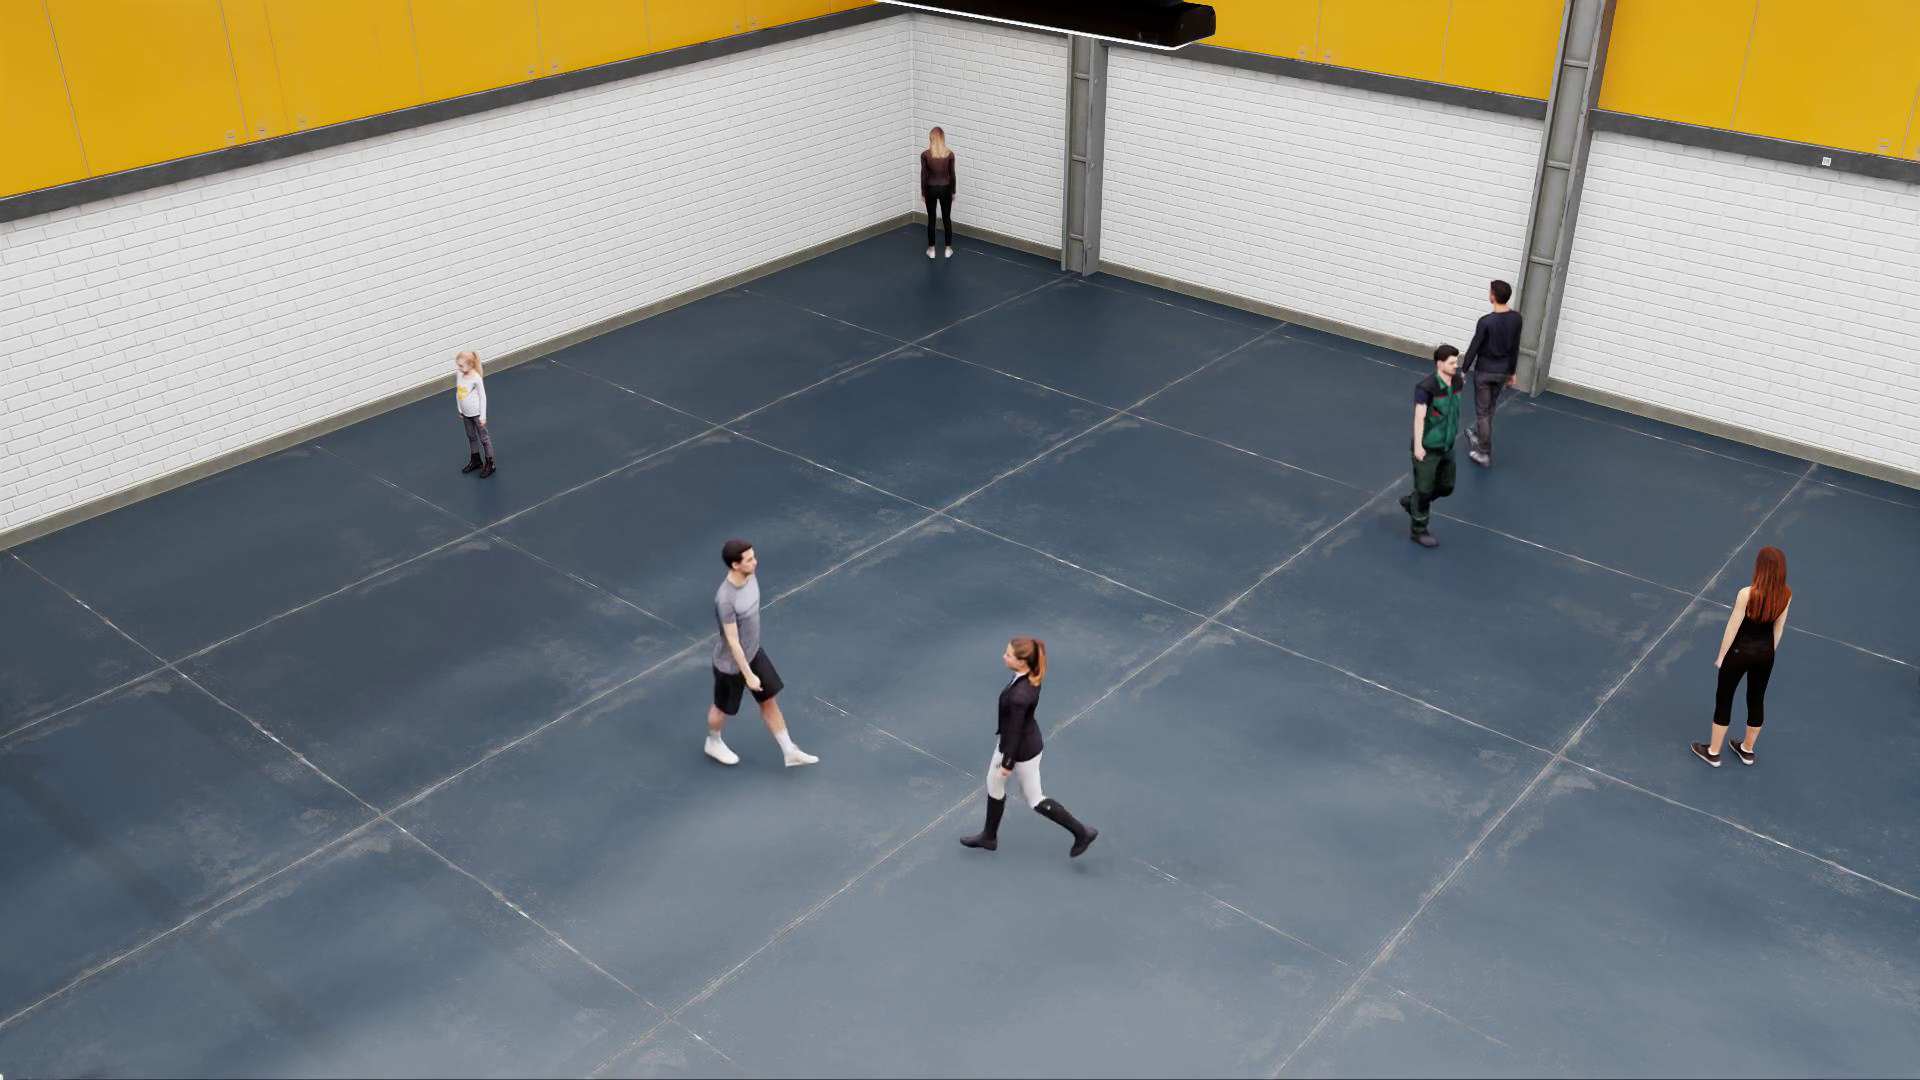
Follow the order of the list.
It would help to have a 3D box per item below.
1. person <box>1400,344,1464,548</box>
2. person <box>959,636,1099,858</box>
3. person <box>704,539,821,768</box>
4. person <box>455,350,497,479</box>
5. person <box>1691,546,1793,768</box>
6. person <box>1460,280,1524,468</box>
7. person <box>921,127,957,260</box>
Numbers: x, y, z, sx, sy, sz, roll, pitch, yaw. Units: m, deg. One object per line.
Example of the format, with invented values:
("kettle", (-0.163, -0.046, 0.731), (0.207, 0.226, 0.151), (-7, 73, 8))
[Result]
("person", (4.136, -0.874, 14.764), (0.804, 1.888, 0.891), (-18, 33, -29))
("person", (0.482, 1.399, 10.797), (1.197, 1.697, 1.009), (3, 29, 6))
("person", (-1.653, 0.815, 11.725), (1.224, 1.833, 0.848), (15, 32, 25))
("person", (-4.696, -1.245, 16.080), (0.466, 1.279, 0.576), (17, 33, 28))
("person", (5.611, 0.829, 11.816), (0.644, 1.722, 0.700), (-3, 29, -5))
("person", (5.183, -1.575, 16.088), (0.956, 1.850, 1.063), (-7, 29, -13))
("person", (-0.285, -4.519, 21.641), (0.664, 1.703, 0.729), (-2, 29, -3))
